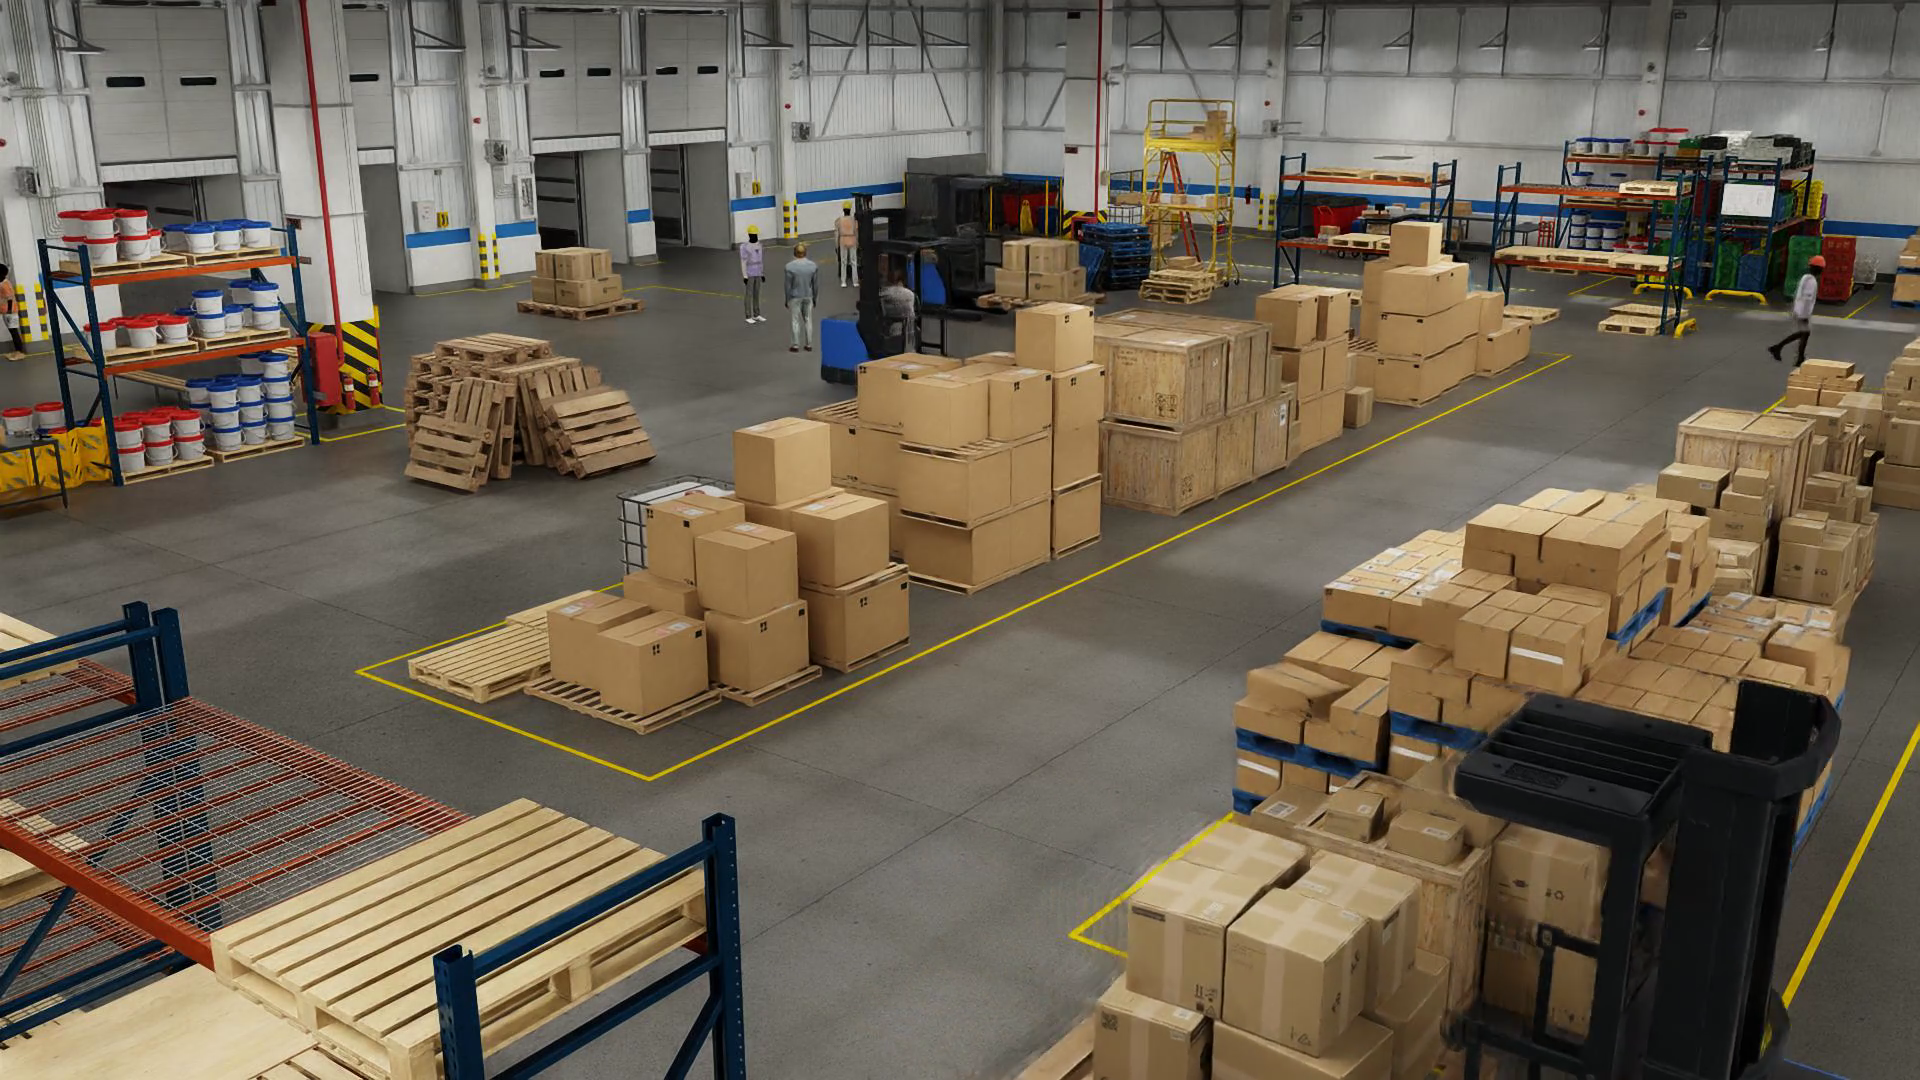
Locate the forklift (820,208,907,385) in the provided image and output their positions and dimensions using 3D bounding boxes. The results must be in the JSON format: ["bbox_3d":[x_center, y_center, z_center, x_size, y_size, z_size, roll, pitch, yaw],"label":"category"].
[{"bbox_3d":[-1.250,-3.861,26.558,1.873,2.768,1.129,12,21,35],"label":"forklift"}]

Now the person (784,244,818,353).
[{"bbox_3d":[-2.829,-4.310,29.672,0.636,1.930,0.372,-9,19,-27],"label":"person"}]

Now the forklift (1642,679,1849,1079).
[{"bbox_3d":[3.191,2.041,7.014,1.873,2.768,1.129,12,21,35],"label":"forklift"}]

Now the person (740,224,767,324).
[{"bbox_3d":[-4.068,-5.251,32.784,0.364,1.927,0.588,11,20,33],"label":"person"}]

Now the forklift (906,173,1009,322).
[{"bbox_3d":[-0.104,-5.897,33.301,1.873,2.768,1.129,11,20,32],"label":"forklift"}]

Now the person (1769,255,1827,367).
[{"bbox_3d":[14.323,-3.905,28.359,0.654,1.910,0.555,5,17,15],"label":"person"}]

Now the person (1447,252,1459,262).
[{"bbox_3d":[9.071,-4.437,30.536,0.804,1.667,0.540,7,18,21],"label":"person"}]

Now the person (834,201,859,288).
[{"bbox_3d":[-2.523,-6.645,37.398,0.586,1.928,0.369,-1,17,-4],"label":"person"}]

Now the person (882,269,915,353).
[{"bbox_3d":[-0.915,-3.383,26.651,0.664,1.892,0.985,11,20,31],"label":"person"}]

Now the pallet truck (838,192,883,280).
[{"bbox_3d":[-1.936,-7.159,38.982,1.885,1.965,0.823,-12,21,-34],"label":"pallet truck"}]

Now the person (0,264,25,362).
[{"bbox_3d":[-16.536,-3.954,28.884,0.317,1.695,0.540,-11,20,-33],"label":"person"}]
